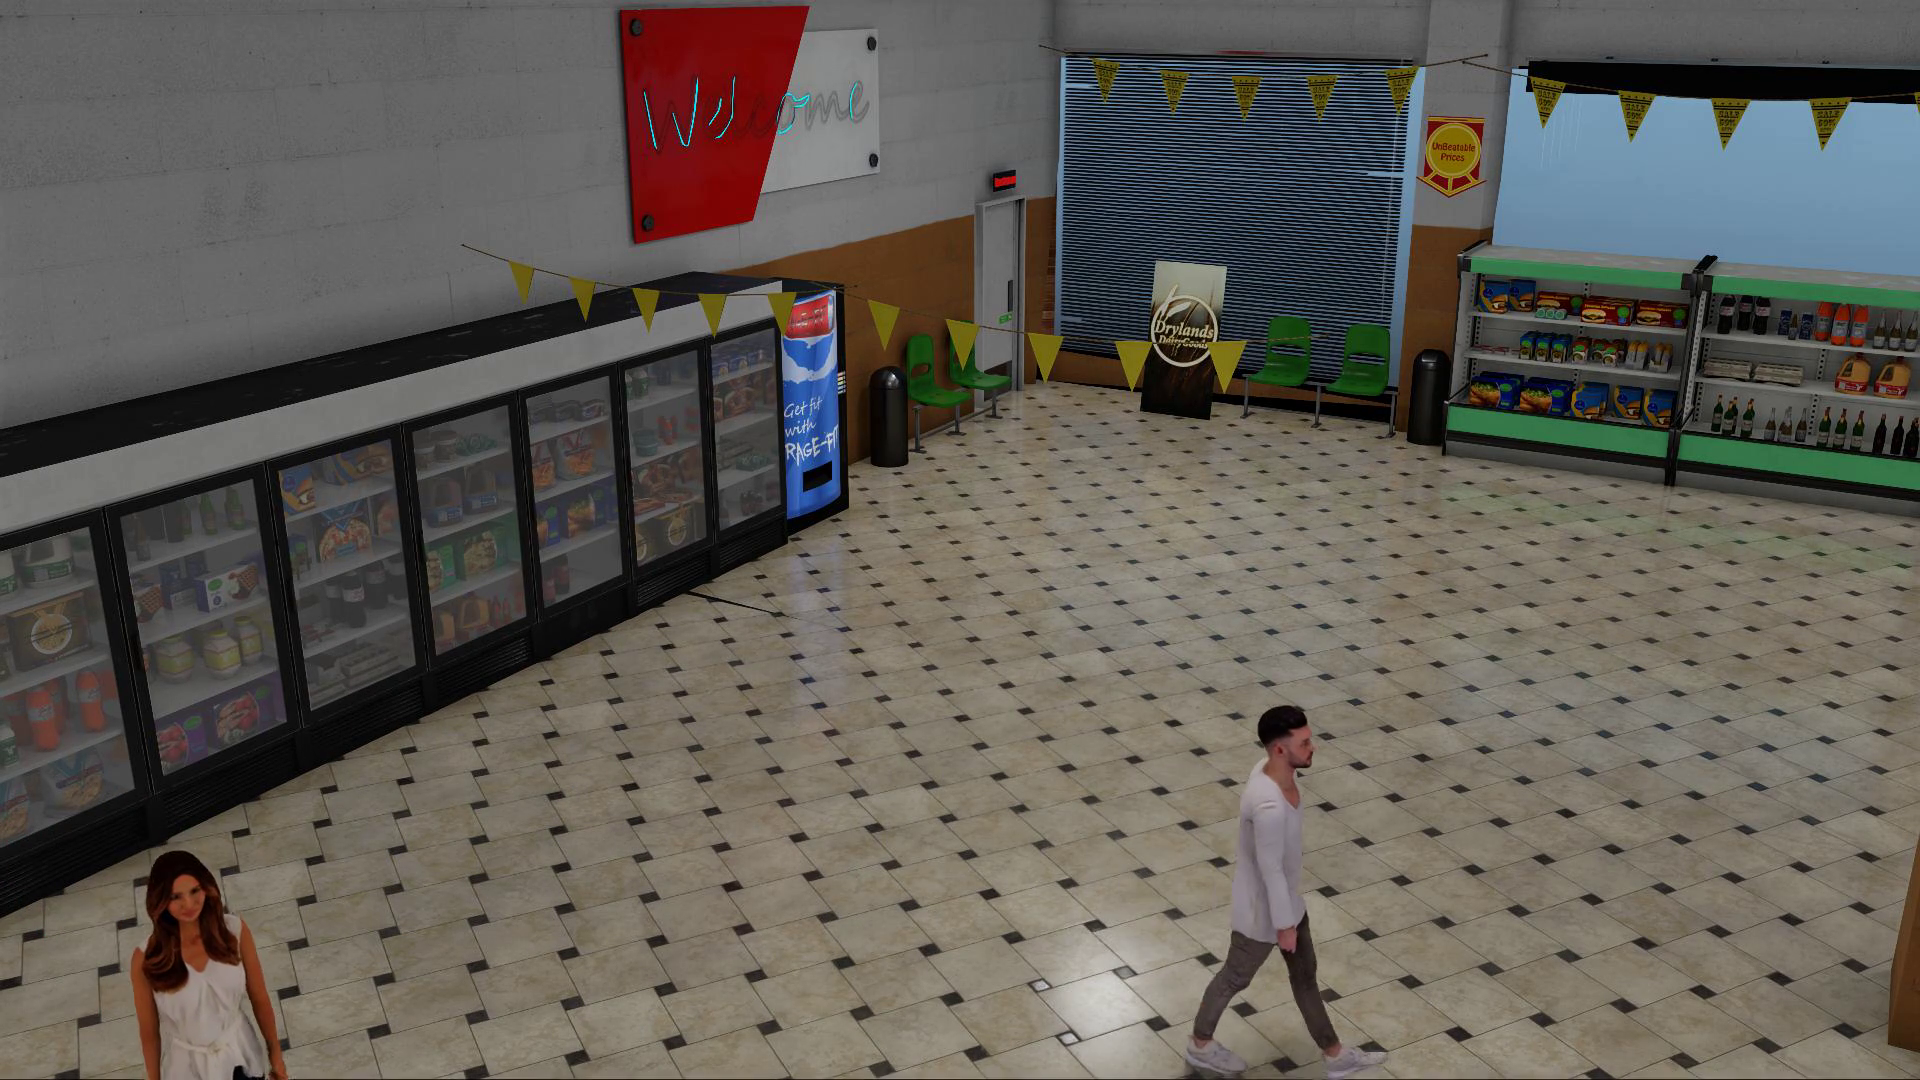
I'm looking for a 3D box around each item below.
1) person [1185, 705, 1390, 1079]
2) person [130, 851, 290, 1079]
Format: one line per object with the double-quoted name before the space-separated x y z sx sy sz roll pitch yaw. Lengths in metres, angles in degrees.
"person" 1.238 1.554 7.167 1.161 1.790 0.819 6 20 18
"person" -2.771 1.927 6.118 0.835 1.753 1.164 -16 24 -40
